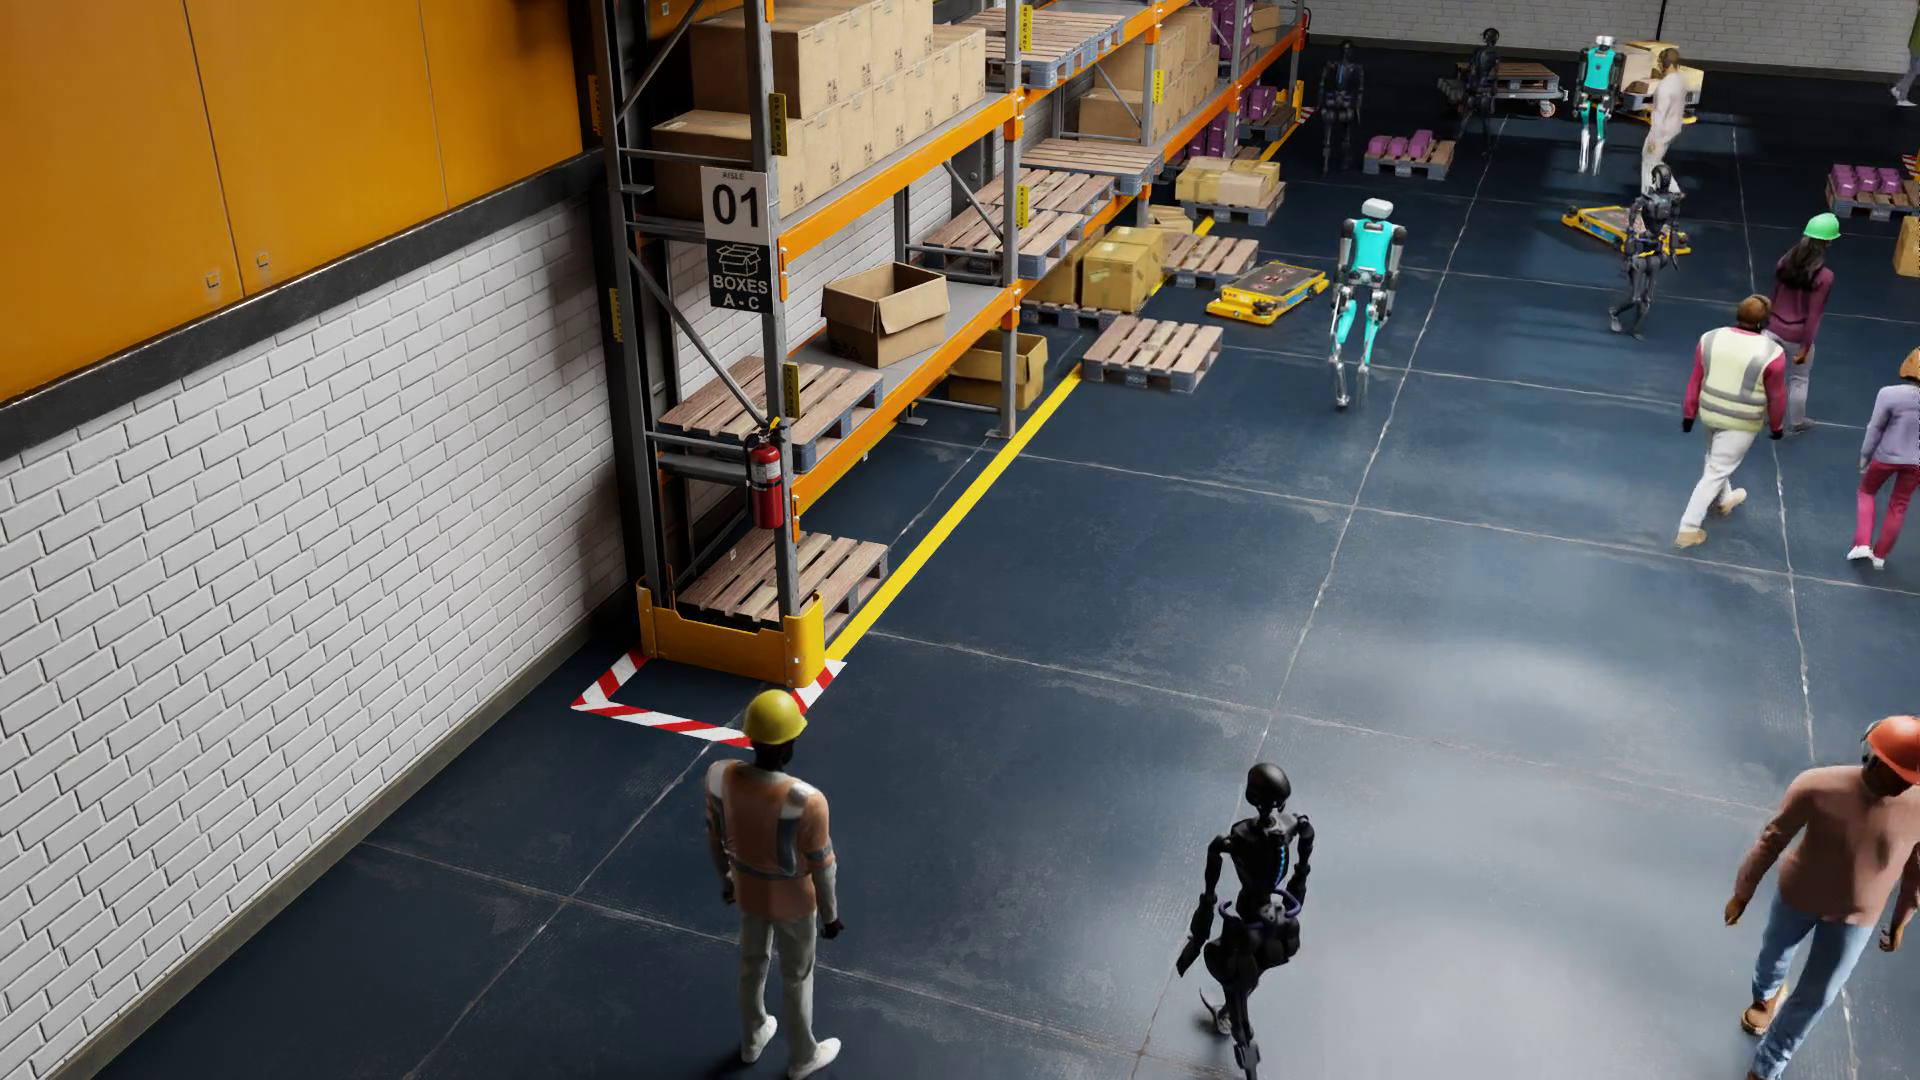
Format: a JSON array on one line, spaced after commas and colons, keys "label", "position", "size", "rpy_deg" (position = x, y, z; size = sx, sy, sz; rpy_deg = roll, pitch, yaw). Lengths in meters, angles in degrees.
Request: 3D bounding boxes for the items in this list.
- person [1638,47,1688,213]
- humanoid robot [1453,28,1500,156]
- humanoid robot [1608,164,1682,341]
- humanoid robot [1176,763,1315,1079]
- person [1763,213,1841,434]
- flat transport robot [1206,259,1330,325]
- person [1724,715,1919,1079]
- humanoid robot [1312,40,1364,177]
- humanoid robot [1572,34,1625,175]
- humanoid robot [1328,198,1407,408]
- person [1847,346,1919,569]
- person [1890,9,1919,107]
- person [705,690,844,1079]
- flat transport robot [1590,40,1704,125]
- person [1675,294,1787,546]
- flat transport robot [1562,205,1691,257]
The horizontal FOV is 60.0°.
[{"label": "person", "position": [8.040, -4.596, 18.880], "size": [0.561, 1.912, 0.687], "rpy_deg": [23, 35, 37]}, {"label": "humanoid robot", "position": [6.691, -5.777, 21.486], "size": [0.790, 1.629, 0.609], "rpy_deg": [-12, 30, -23]}, {"label": "humanoid robot", "position": [6.358, -2.661, 15.383], "size": [0.588, 1.648, 0.386], "rpy_deg": [-8, 28, -15]}, {"label": "humanoid robot", "position": [1.189, 1.630, 7.078], "size": [0.589, 1.634, 0.717], "rpy_deg": [-13, 30, -24]}, {"label": "person", "position": [6.599, -1.666, 13.210], "size": [1.021, 1.896, 0.496], "rpy_deg": [-19, 33, -32]}, {"label": "flat transport robot", "position": [3.081, -2.475, 16.551], "size": [0.659, 0.231, 1.431], "rpy_deg": [18, 32, 31]}, {"label": "person", "position": [3.660, 1.473, 7.070], "size": [0.731, 1.939, 0.827], "rpy_deg": [9, 28, 16]}, {"label": "humanoid robot", "position": [4.717, -5.410, 20.738], "size": [0.609, 1.634, 0.718], "rpy_deg": [10, 29, 18]}, {"label": "humanoid robot", "position": [7.897, -5.347, 20.629], "size": [0.544, 1.876, 0.763], "rpy_deg": [17, 32, 29]}, {"label": "humanoid robot", "position": [3.310, -1.852, 13.810], "size": [0.542, 1.834, 0.756], "rpy_deg": [10, 29, 19]}, {"label": "person", "position": [6.403, -0.554, 11.346], "size": [0.513, 1.622, 0.333], "rpy_deg": [7, 28, 13]}, {"label": "person", "position": [13.868, -7.088, 24.017], "size": [0.344, 1.620, 0.546], "rpy_deg": [7, 28, 13]}, {"label": "person", "position": [-0.773, 1.483, 7.078], "size": [0.595, 1.922, 0.380], "rpy_deg": [13, 30, 24]}, {"label": "flat transport robot", "position": [9.708, -6.146, 23.672], "size": [0.659, 0.231, 1.431], "rpy_deg": [-10, 29, -19]}, {"label": "person", "position": [5.491, -0.869, 11.777], "size": [0.975, 1.791, 0.625], "rpy_deg": [-15, 31, -27]}, {"label": "flat transport robot", "position": [7.361, -3.426, 18.396], "size": [0.659, 0.231, 1.431], "rpy_deg": [-7, 28, -13]}]
